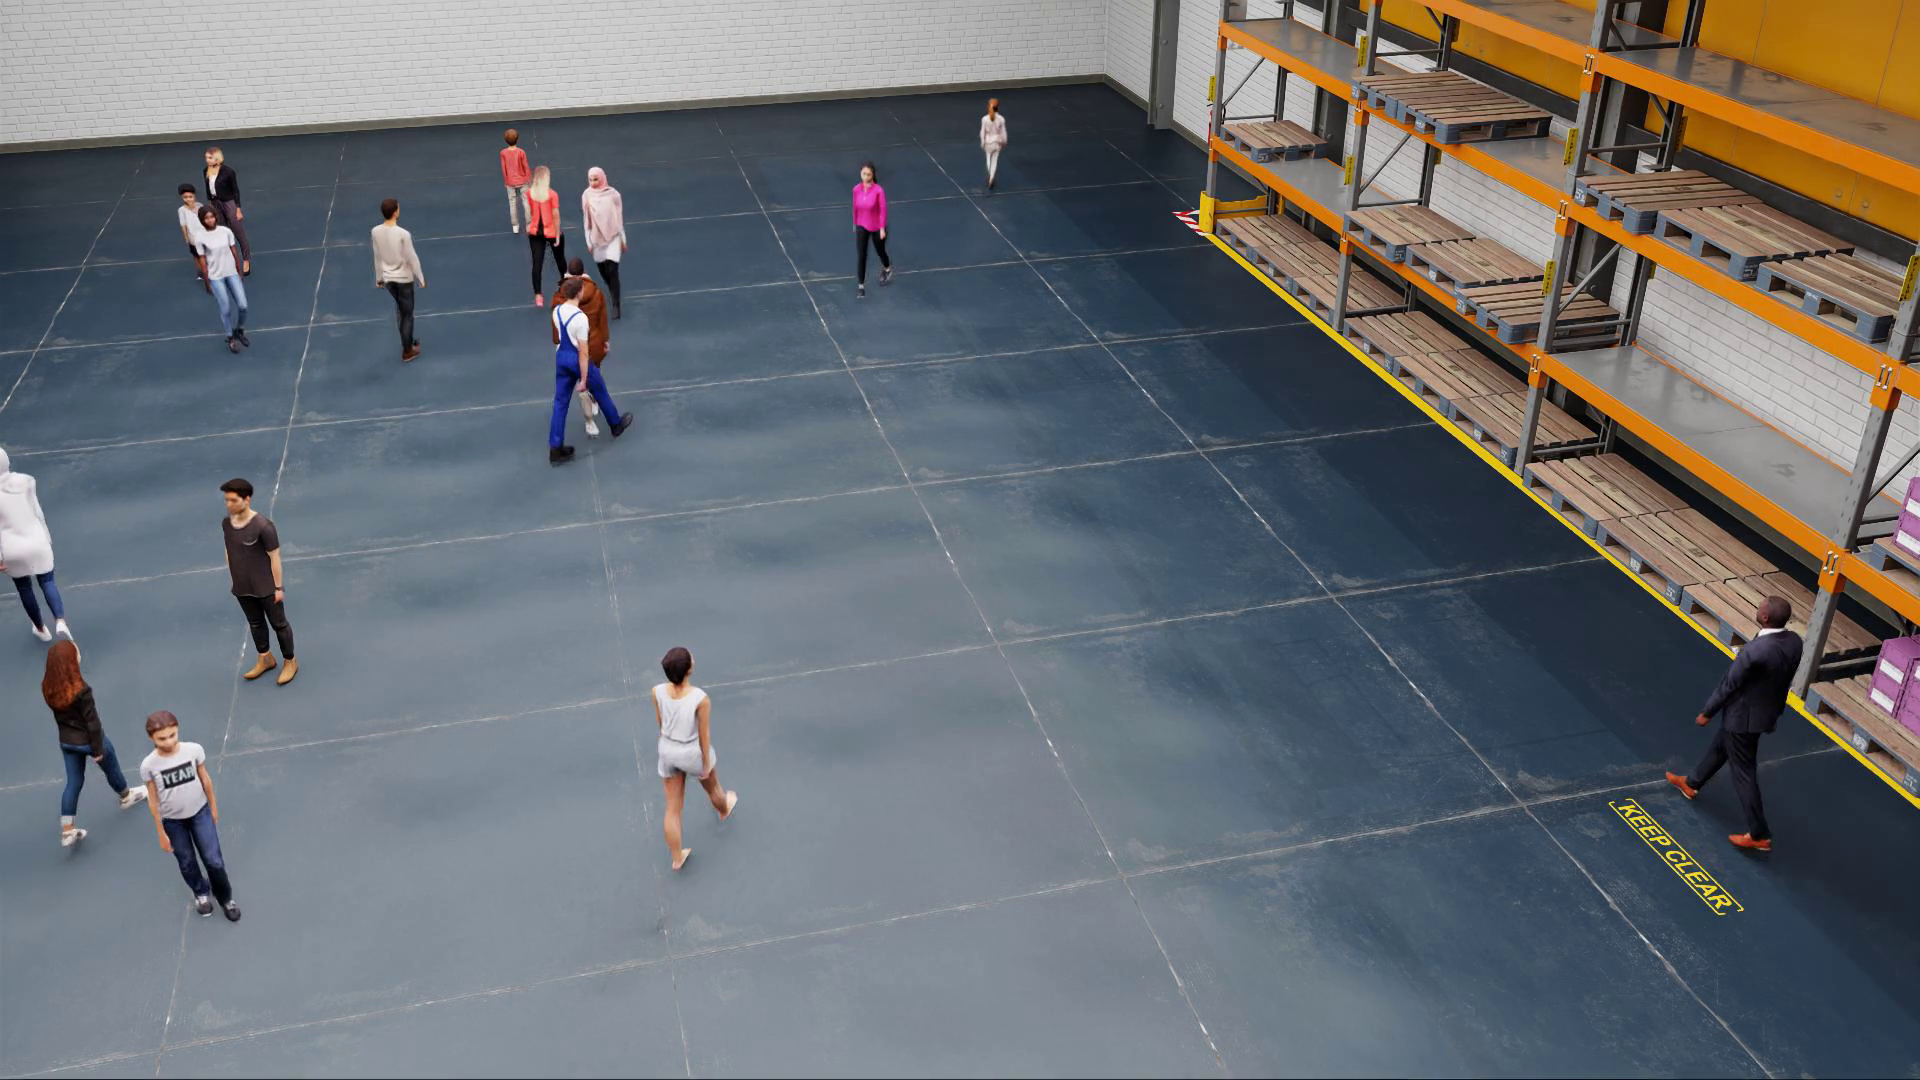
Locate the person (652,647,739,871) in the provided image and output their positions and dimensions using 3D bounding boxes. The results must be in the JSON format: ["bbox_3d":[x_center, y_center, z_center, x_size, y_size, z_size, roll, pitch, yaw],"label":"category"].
[{"bbox_3d":[-1.836,1.457,10.869,0.858,1.573,1.076,5,29,10],"label":"person"}]

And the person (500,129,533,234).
[{"bbox_3d":[-6.046,-4.901,22.688,0.549,1.417,0.536,-3,29,-5],"label":"person"}]

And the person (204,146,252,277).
[{"bbox_3d":[-9.302,-4.180,21.106,0.674,1.666,0.676,6,29,11],"label":"person"}]

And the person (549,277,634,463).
[{"bbox_3d":[-3.849,-1.631,16.312,1.235,1.782,1.287,15,32,25],"label":"person"}]

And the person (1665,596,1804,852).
[{"bbox_3d":[5.286,1.239,11.043,0.926,1.790,1.270,-16,32,-26],"label":"person"}]

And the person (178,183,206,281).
[{"bbox_3d":[-9.658,-3.908,21.043,0.539,1.249,0.559,-17,33,-28],"label":"person"}]

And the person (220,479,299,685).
[{"bbox_3d":[-5.430,0.297,12.843,0.709,1.718,0.726,8,30,15],"label":"person"}]

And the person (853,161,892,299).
[{"bbox_3d":[-1.074,-3.873,20.552,0.994,1.658,1.238,9,30,16],"label":"person"}]

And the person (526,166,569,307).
[{"bbox_3d":[-5.047,-3.632,20.121,0.972,1.646,1.250,5,29,9],"label":"person"}]

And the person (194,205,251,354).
[{"bbox_3d":[-8.372,-2.971,18.844,0.712,1.709,0.749,-22,36,-35],"label":"person"}]

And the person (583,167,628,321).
[{"bbox_3d":[-4.239,-3.582,19.893,0.741,1.777,1.129,-4,29,-8],"label":"person"}]

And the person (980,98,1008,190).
[{"bbox_3d":[0.484,-5.826,24.539,0.782,1.268,1.001,4,29,8],"label":"person"}]

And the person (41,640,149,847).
[{"bbox_3d":[-5.940,1.377,11.145,0.858,1.448,1.064,6,29,11],"label":"person"}]

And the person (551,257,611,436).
[{"bbox_3d":[-3.804,-1.927,16.840,0.791,1.797,1.140,-10,30,-18],"label":"person"}]

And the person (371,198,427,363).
[{"bbox_3d":[-6.288,-2.857,18.491,0.823,1.847,0.859,8,30,14],"label":"person"}]

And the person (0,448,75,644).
[{"bbox_3d":[-7.372,0.099,13.166,0.873,1.758,1.052,-24,37,-37],"label":"person"}]

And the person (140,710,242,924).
[{"bbox_3d":[-4.903,1.693,10.468,0.625,1.542,0.728,-16,33,-27],"label":"person"}]
